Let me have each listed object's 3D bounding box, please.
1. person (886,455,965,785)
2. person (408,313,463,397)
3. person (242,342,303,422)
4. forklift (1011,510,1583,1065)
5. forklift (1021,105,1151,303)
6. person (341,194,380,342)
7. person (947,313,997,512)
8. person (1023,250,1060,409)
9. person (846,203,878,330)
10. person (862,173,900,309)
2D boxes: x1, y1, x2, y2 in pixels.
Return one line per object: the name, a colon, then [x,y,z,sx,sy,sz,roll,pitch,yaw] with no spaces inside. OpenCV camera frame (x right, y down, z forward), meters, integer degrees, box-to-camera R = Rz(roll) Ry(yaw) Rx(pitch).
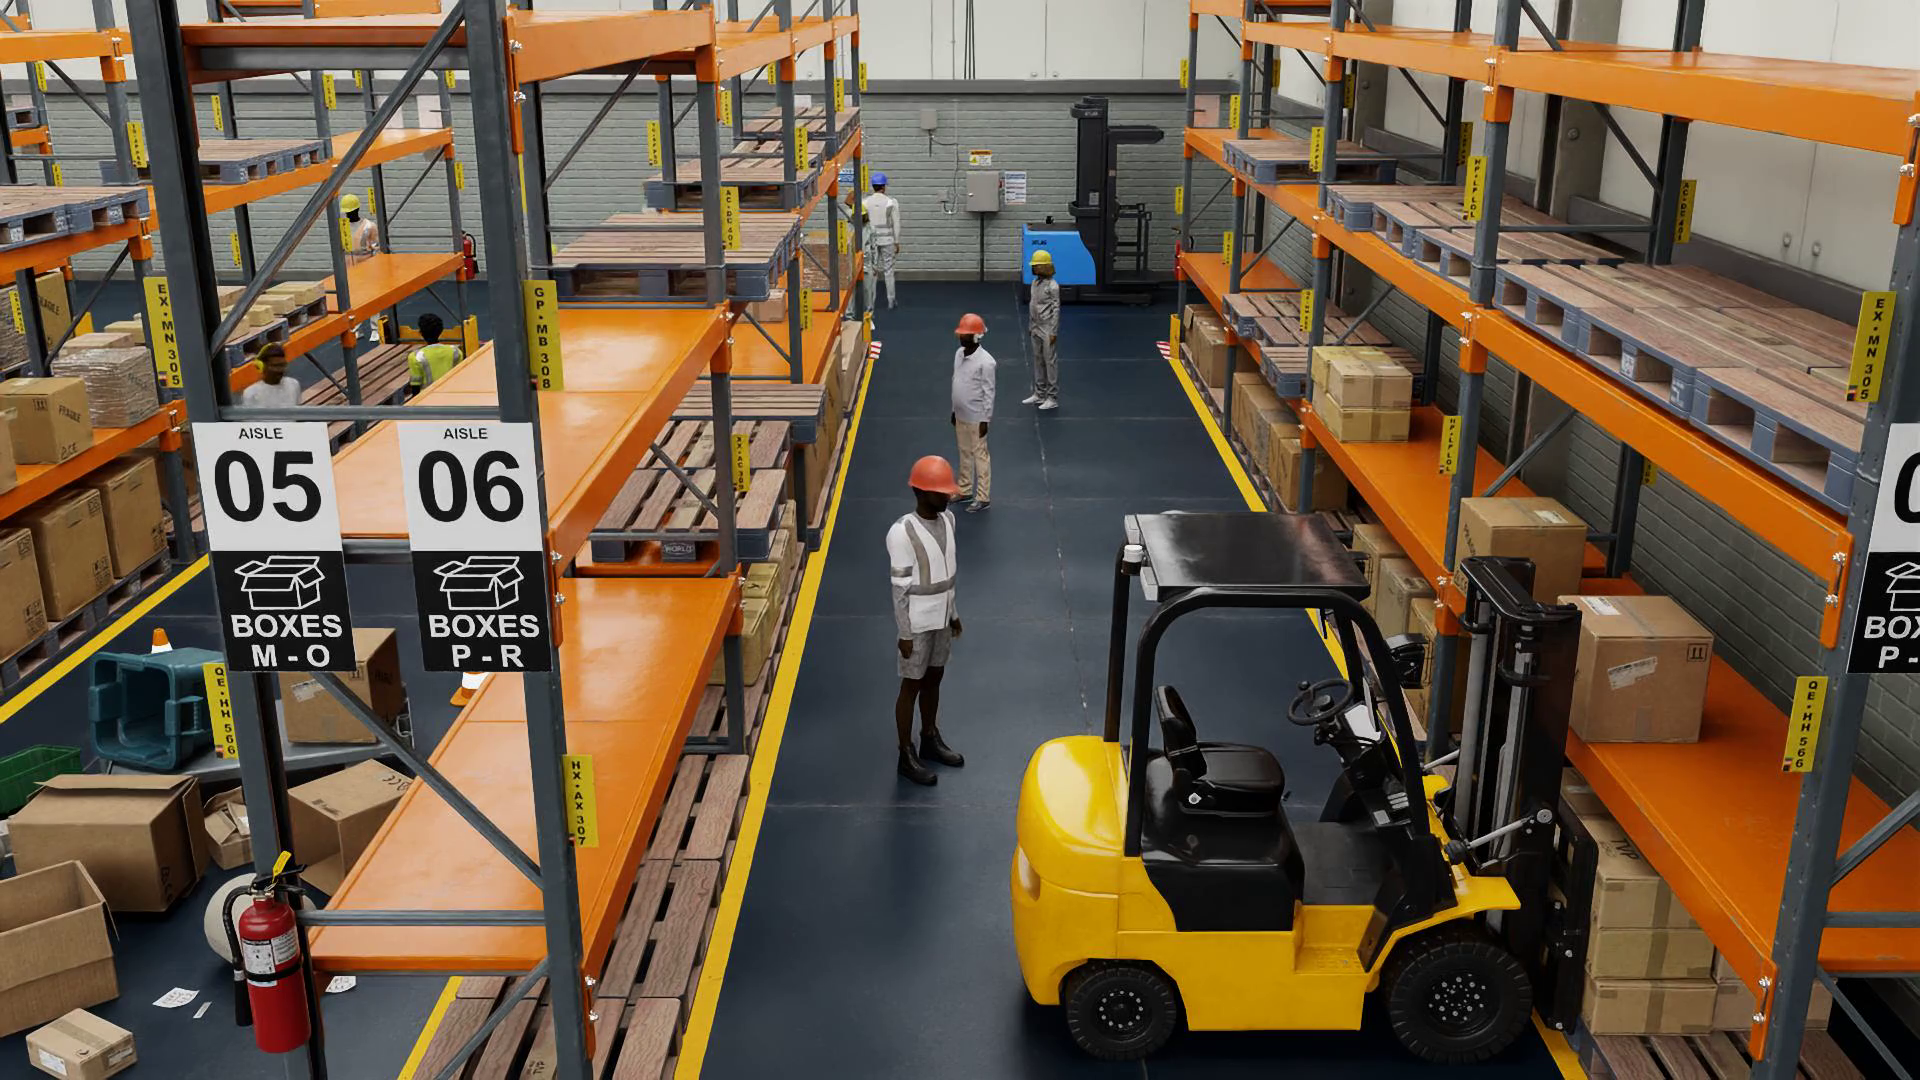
person: [-0.174,0.448,9.613,0.361,1.940,0.543,12,22,33]
person: [-4.688,-1.204,15.002,0.322,1.690,0.532,16,24,40]
person: [-5.304,-0.627,13.000,0.537,1.853,0.579,13,22,34]
forklift: [1.387,1.055,7.378,2.313,2.155,1.214,0,18,0]
forklift: [1.857,-4.944,24.441,1.873,2.768,1.129,0,18,0]
person: [-7.856,-3.550,21.733,0.585,1.920,0.374,3,18,8]
person: [0.089,-1.130,14.666,0.318,1.756,0.561,-13,22,-33]
person: [0.902,-2.311,18.260,0.323,1.743,0.490,-10,21,-28]
person: [-1.347,-3.694,22.459,0.486,1.736,0.320,-3,19,-9]
person: [-1.158,-4.298,23.956,0.605,1.943,0.402,2,18,5]
